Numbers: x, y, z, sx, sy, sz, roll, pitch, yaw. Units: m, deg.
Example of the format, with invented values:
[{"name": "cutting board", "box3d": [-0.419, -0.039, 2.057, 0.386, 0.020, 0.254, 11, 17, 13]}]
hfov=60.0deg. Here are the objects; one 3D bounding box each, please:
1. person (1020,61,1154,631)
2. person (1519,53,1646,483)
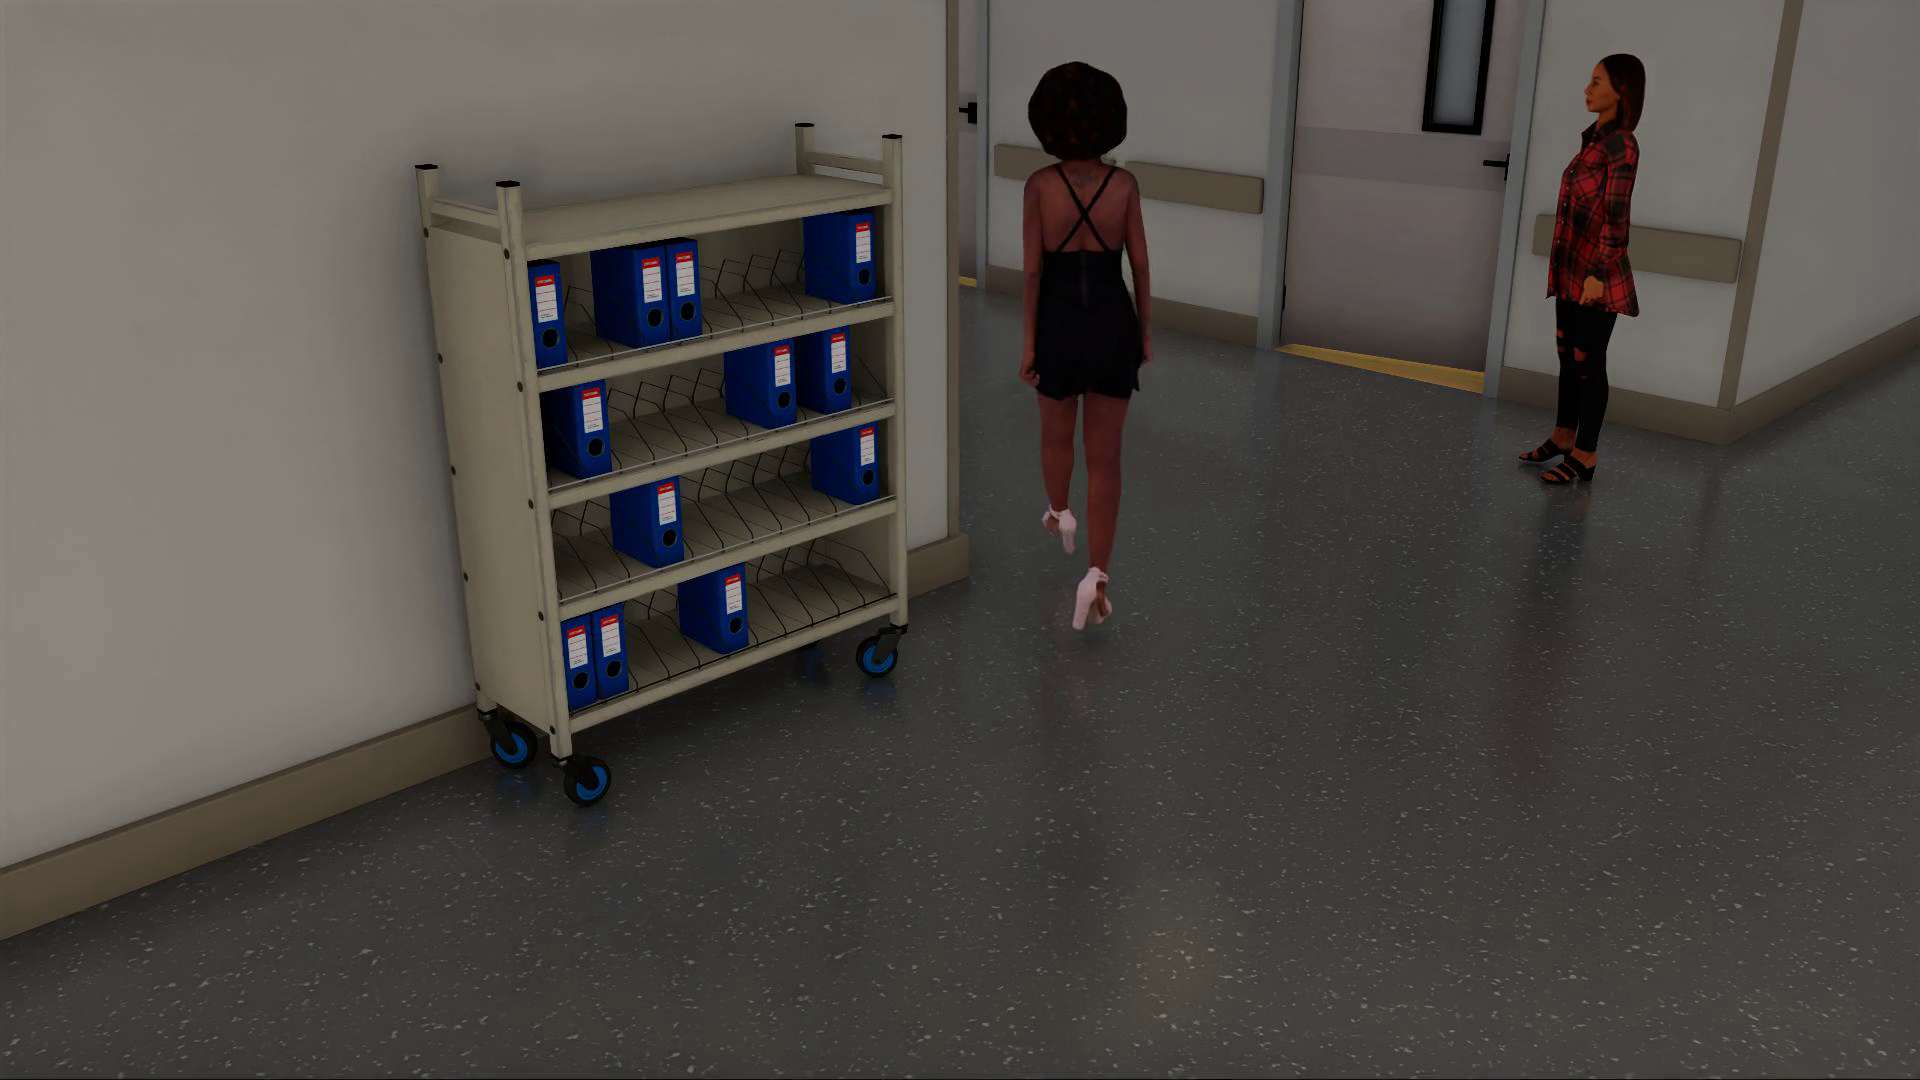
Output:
[{"name": "person", "box3d": [0.395, -0.497, 5.280, 1.091, 1.617, 1.155, 1, 21, 2]}, {"name": "person", "box3d": [2.538, -1.080, 6.697, 0.752, 1.704, 0.694, 0, 21, -1]}]
